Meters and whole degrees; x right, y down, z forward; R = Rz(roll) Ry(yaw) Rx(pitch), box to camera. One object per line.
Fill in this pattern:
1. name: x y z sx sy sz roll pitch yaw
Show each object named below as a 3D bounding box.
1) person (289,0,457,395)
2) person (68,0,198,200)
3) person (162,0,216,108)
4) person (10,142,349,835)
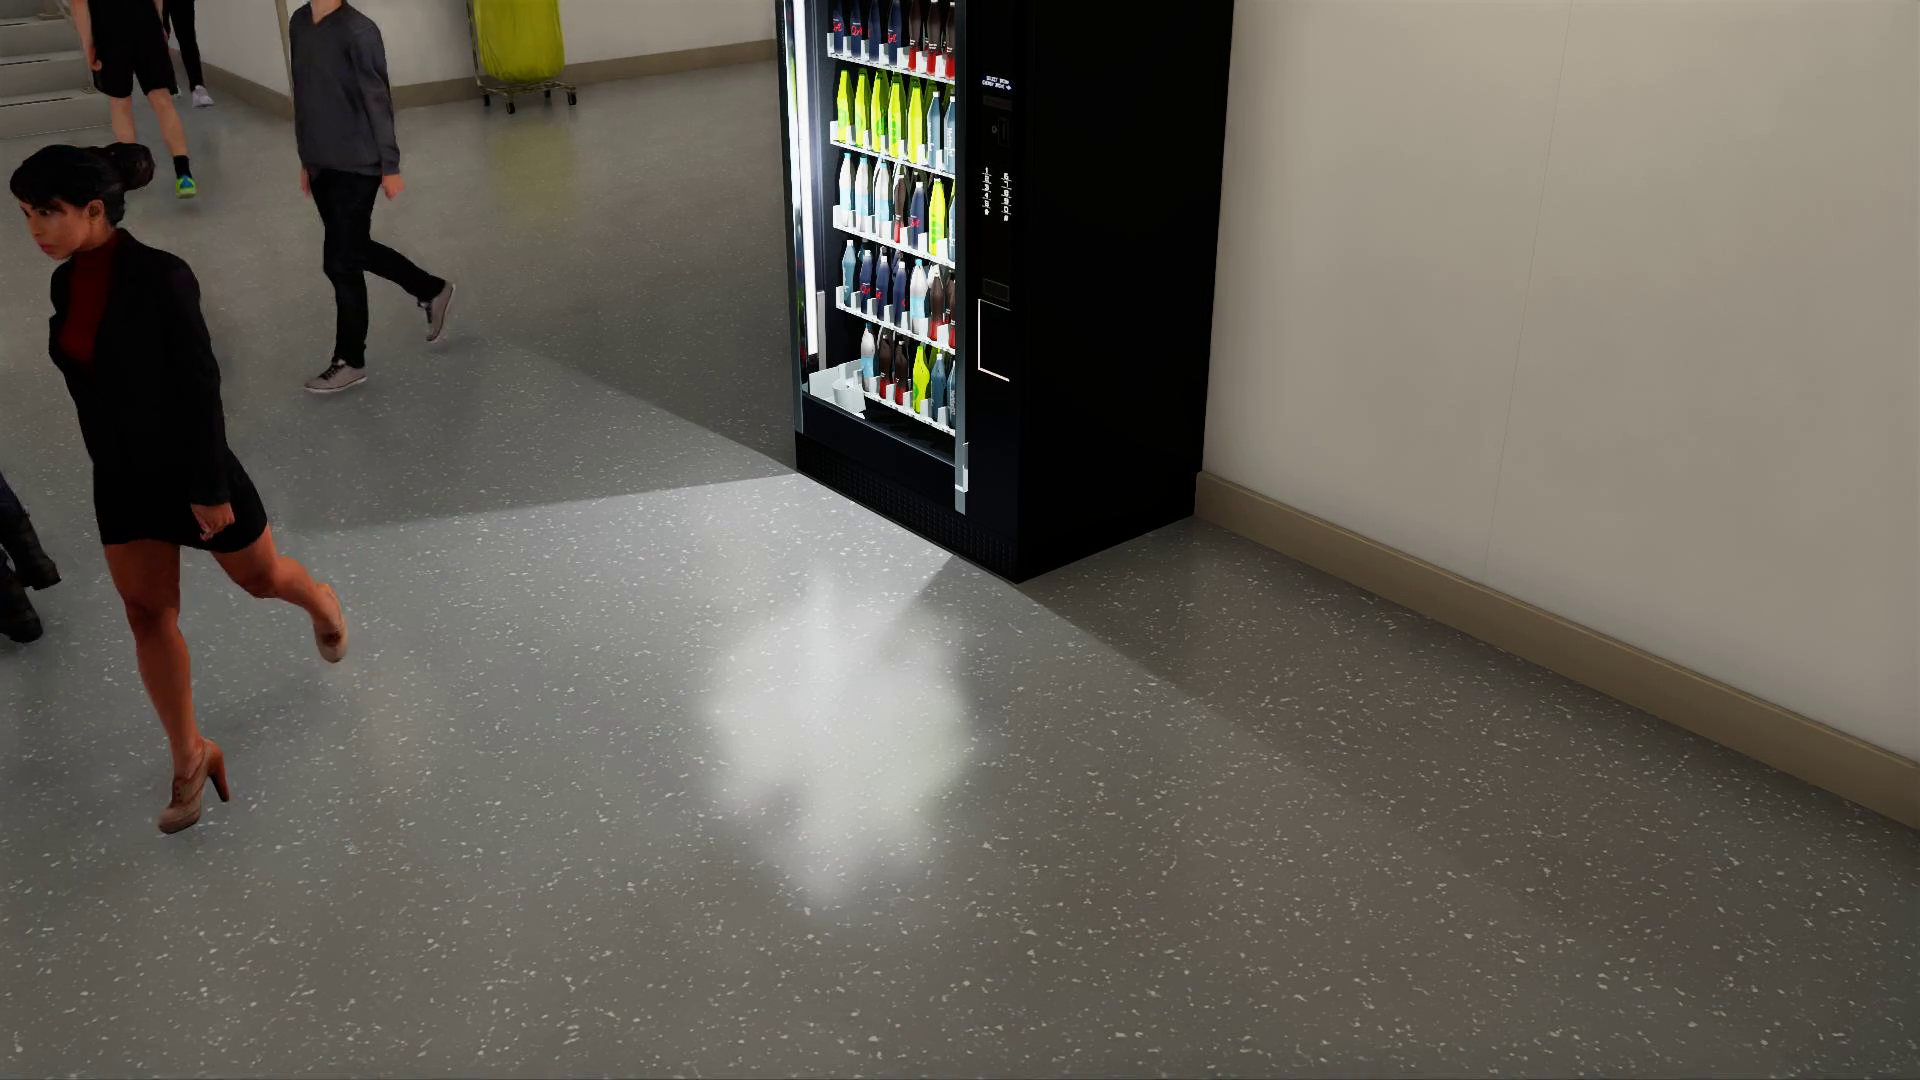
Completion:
1. person: -2.416 -1.513 6.697 1.092 1.737 0.881 16 30 30
2. person: -4.555 -2.768 9.170 0.684 1.850 1.177 -20 32 -35
3. person: -5.662 -3.954 11.730 0.663 1.764 1.132 -19 32 -34
4. person: -1.827 -0.139 4.002 1.029 1.603 1.029 3 26 6
